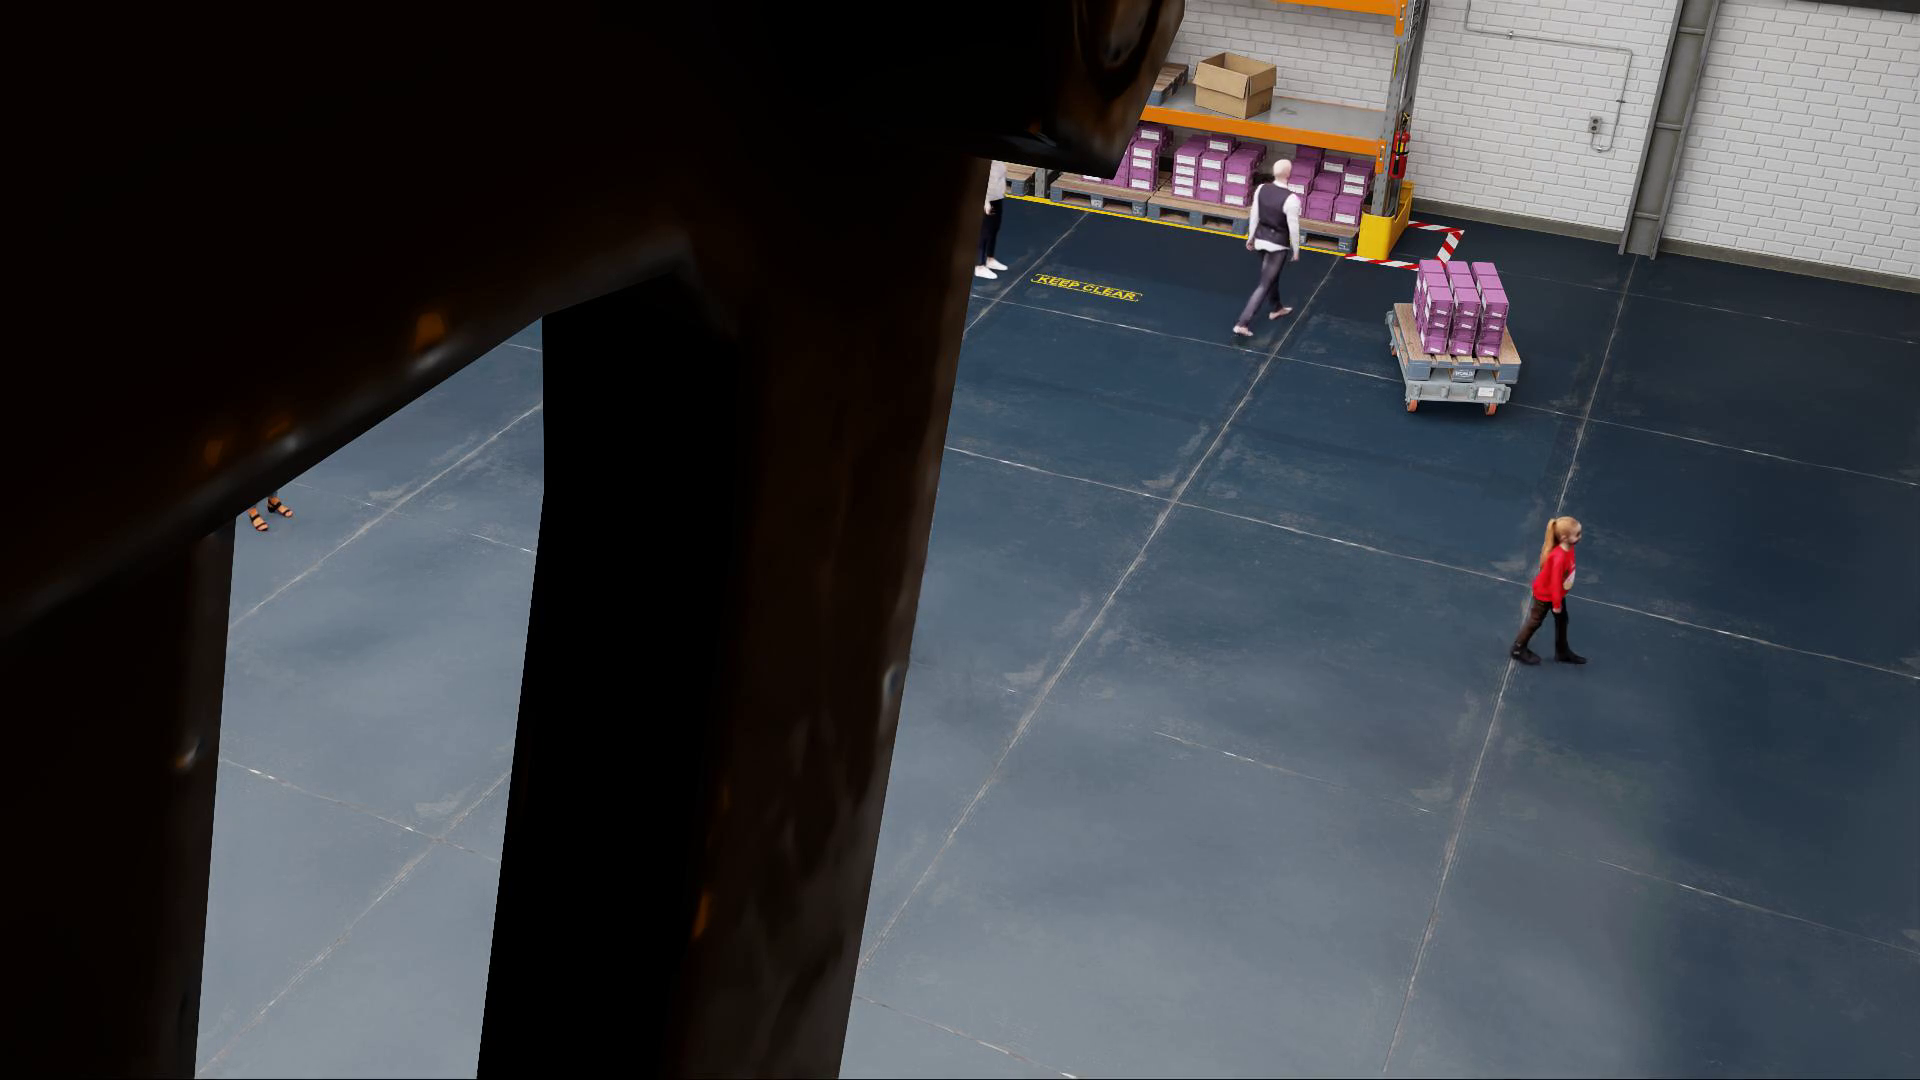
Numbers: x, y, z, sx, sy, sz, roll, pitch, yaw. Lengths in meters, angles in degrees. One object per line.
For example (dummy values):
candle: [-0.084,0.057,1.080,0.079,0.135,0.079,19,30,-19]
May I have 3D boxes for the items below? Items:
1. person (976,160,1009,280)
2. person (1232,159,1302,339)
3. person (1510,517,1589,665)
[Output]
person: [0.312,-3.633,17.695,0.532,1.702,0.613,13,36,19]
person: [3.022,-2.833,16.421,1.121,1.780,1.279,-25,41,-32]
person: [4.232,0.366,12.073,0.764,1.266,0.546,18,38,25]
